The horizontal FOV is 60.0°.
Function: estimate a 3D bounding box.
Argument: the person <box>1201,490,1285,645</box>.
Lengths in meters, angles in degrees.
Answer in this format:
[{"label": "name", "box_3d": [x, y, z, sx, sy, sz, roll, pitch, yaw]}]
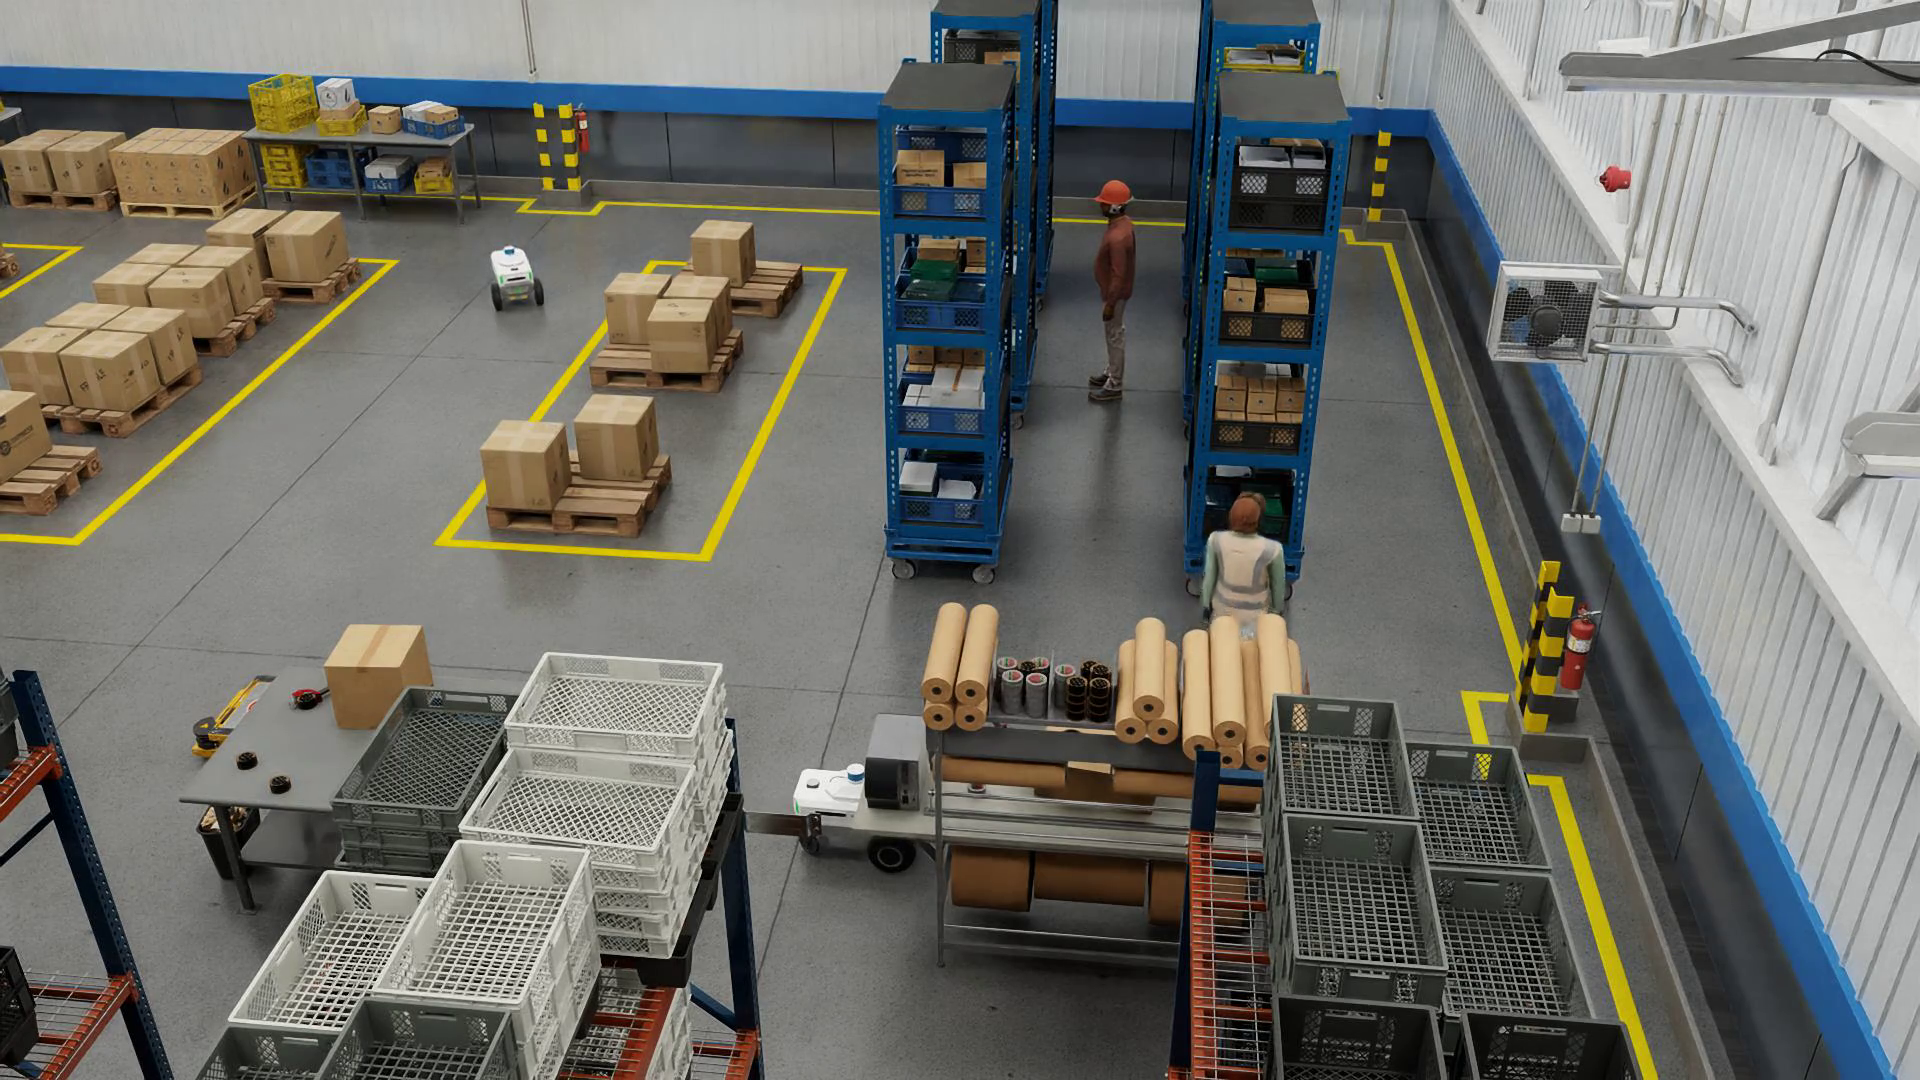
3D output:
[{"label": "person", "box_3d": [1.760, 0.454, 10.532, 0.519, 1.613, 0.639, 17, 34, 27]}]

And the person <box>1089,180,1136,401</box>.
[{"label": "person", "box_3d": [1.338, -2.207, 14.743, 0.402, 1.990, 0.628, 3, 30, 6]}]

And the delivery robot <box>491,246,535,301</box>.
[{"label": "delivery robot", "box_3d": [-4.587, -2.764, 17.024, 0.477, 0.478, 0.707, -11, 32, -18]}]

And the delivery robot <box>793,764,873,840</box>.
[{"label": "delivery robot", "box_3d": [-0.600, 1.521, 9.664, 0.707, 0.478, 0.477, 4, 31, 7]}]
